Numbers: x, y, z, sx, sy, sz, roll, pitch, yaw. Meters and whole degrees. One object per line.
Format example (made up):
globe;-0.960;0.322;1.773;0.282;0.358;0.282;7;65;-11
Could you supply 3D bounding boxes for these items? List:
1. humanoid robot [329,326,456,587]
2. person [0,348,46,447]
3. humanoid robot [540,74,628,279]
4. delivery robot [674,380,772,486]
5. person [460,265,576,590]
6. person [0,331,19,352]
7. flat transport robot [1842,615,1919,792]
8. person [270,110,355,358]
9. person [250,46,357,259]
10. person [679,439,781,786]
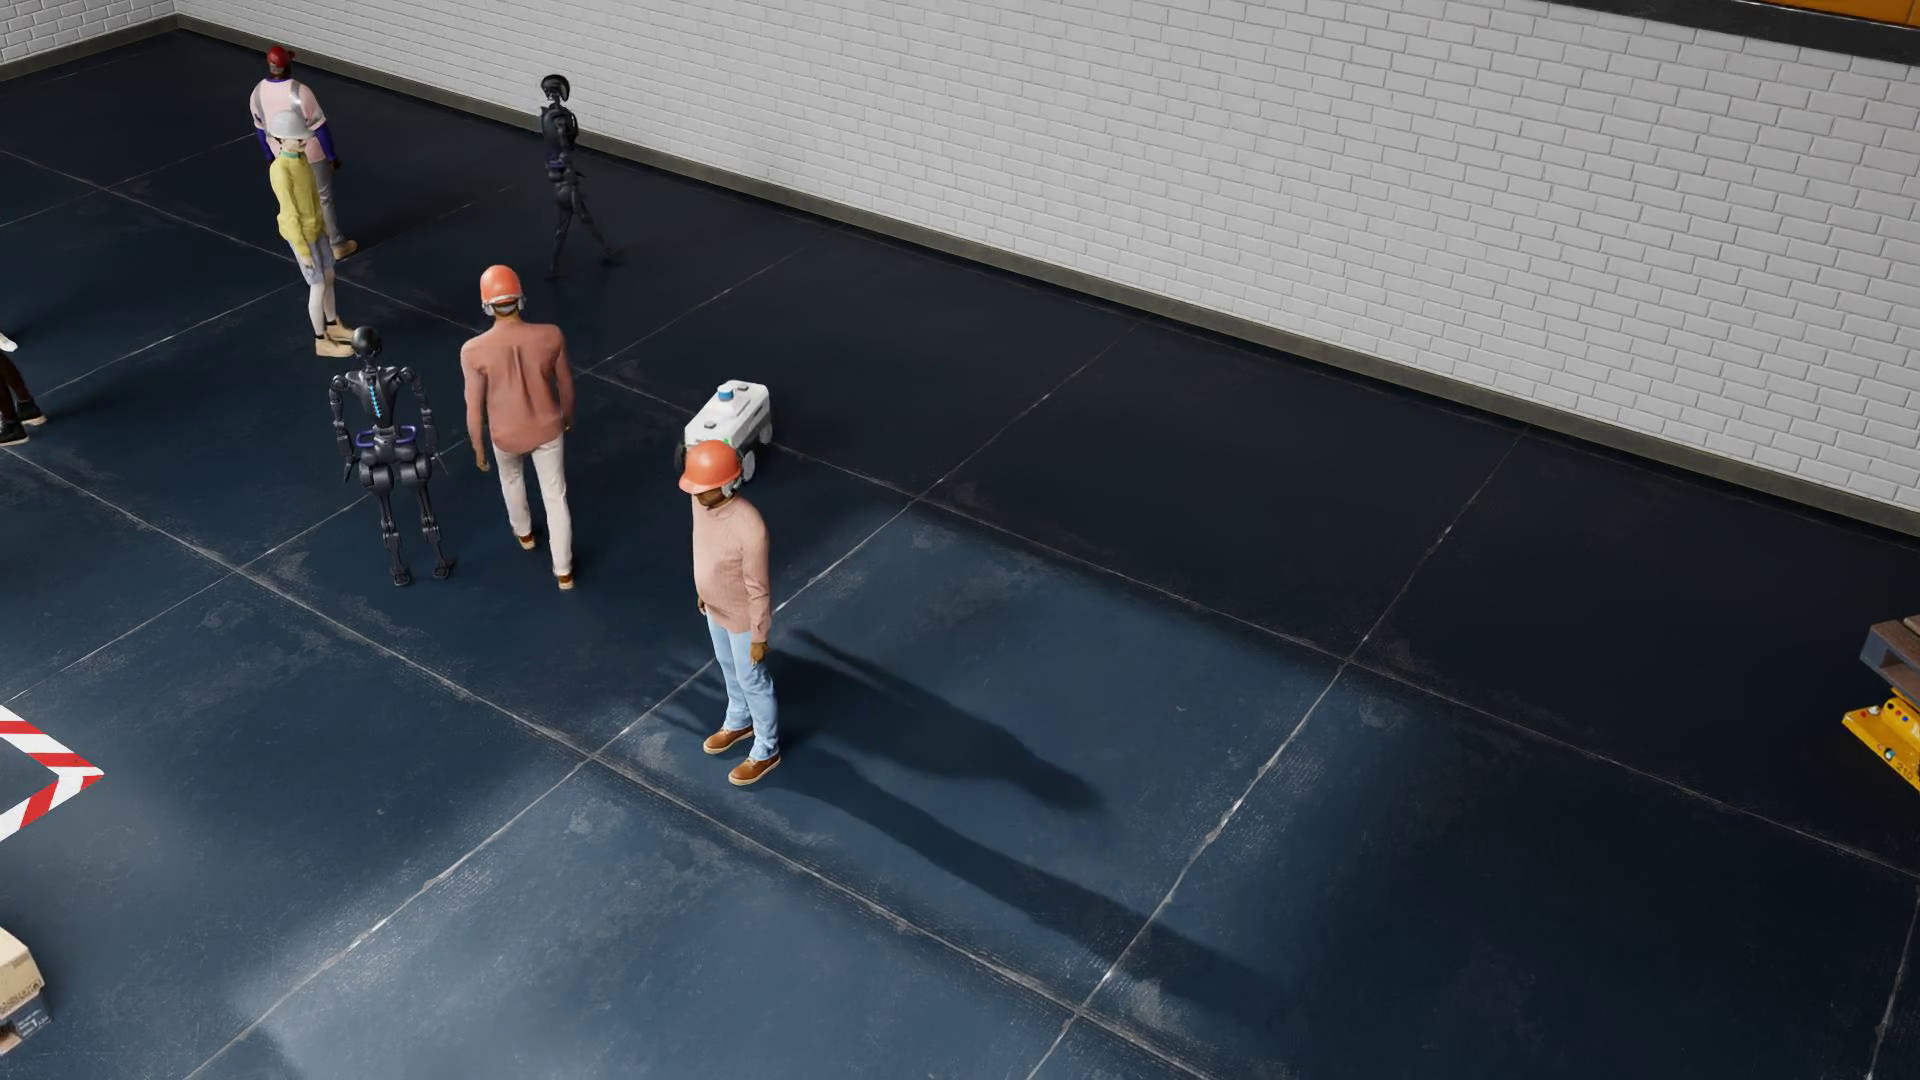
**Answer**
humanoid robot;-3.327;-0.488;9.720;0.599;1.657;0.315;-7;36;-10
person;-6.589;-1.538;11.001;0.398;1.955;0.601;-8;36;-11
humanoid robot;-3.068;-2.888;13.187;0.751;1.626;0.591;-11;37;-16
delivery robot;-1.544;-0.755;11.084;0.499;0.586;0.780;11;36;15
person;-2.574;-0.699;9.795;0.632;1.945;0.912;-12;37;-17
person;-7.290;-2.172;11.970;0.329;1.873;0.515;28;43;34
flat transport robot;5.538;0.979;8.865;1.431;0.231;0.659;-10;36;-14
person;-4.703;-2.202;12.010;0.412;1.880;0.491;0;35;0
person;-5.314;-3.111;13.415;0.613;1.755;0.419;5;35;7
person;-1.141;0.347;8.276;0.403;1.986;0.610;-23;41;-29
